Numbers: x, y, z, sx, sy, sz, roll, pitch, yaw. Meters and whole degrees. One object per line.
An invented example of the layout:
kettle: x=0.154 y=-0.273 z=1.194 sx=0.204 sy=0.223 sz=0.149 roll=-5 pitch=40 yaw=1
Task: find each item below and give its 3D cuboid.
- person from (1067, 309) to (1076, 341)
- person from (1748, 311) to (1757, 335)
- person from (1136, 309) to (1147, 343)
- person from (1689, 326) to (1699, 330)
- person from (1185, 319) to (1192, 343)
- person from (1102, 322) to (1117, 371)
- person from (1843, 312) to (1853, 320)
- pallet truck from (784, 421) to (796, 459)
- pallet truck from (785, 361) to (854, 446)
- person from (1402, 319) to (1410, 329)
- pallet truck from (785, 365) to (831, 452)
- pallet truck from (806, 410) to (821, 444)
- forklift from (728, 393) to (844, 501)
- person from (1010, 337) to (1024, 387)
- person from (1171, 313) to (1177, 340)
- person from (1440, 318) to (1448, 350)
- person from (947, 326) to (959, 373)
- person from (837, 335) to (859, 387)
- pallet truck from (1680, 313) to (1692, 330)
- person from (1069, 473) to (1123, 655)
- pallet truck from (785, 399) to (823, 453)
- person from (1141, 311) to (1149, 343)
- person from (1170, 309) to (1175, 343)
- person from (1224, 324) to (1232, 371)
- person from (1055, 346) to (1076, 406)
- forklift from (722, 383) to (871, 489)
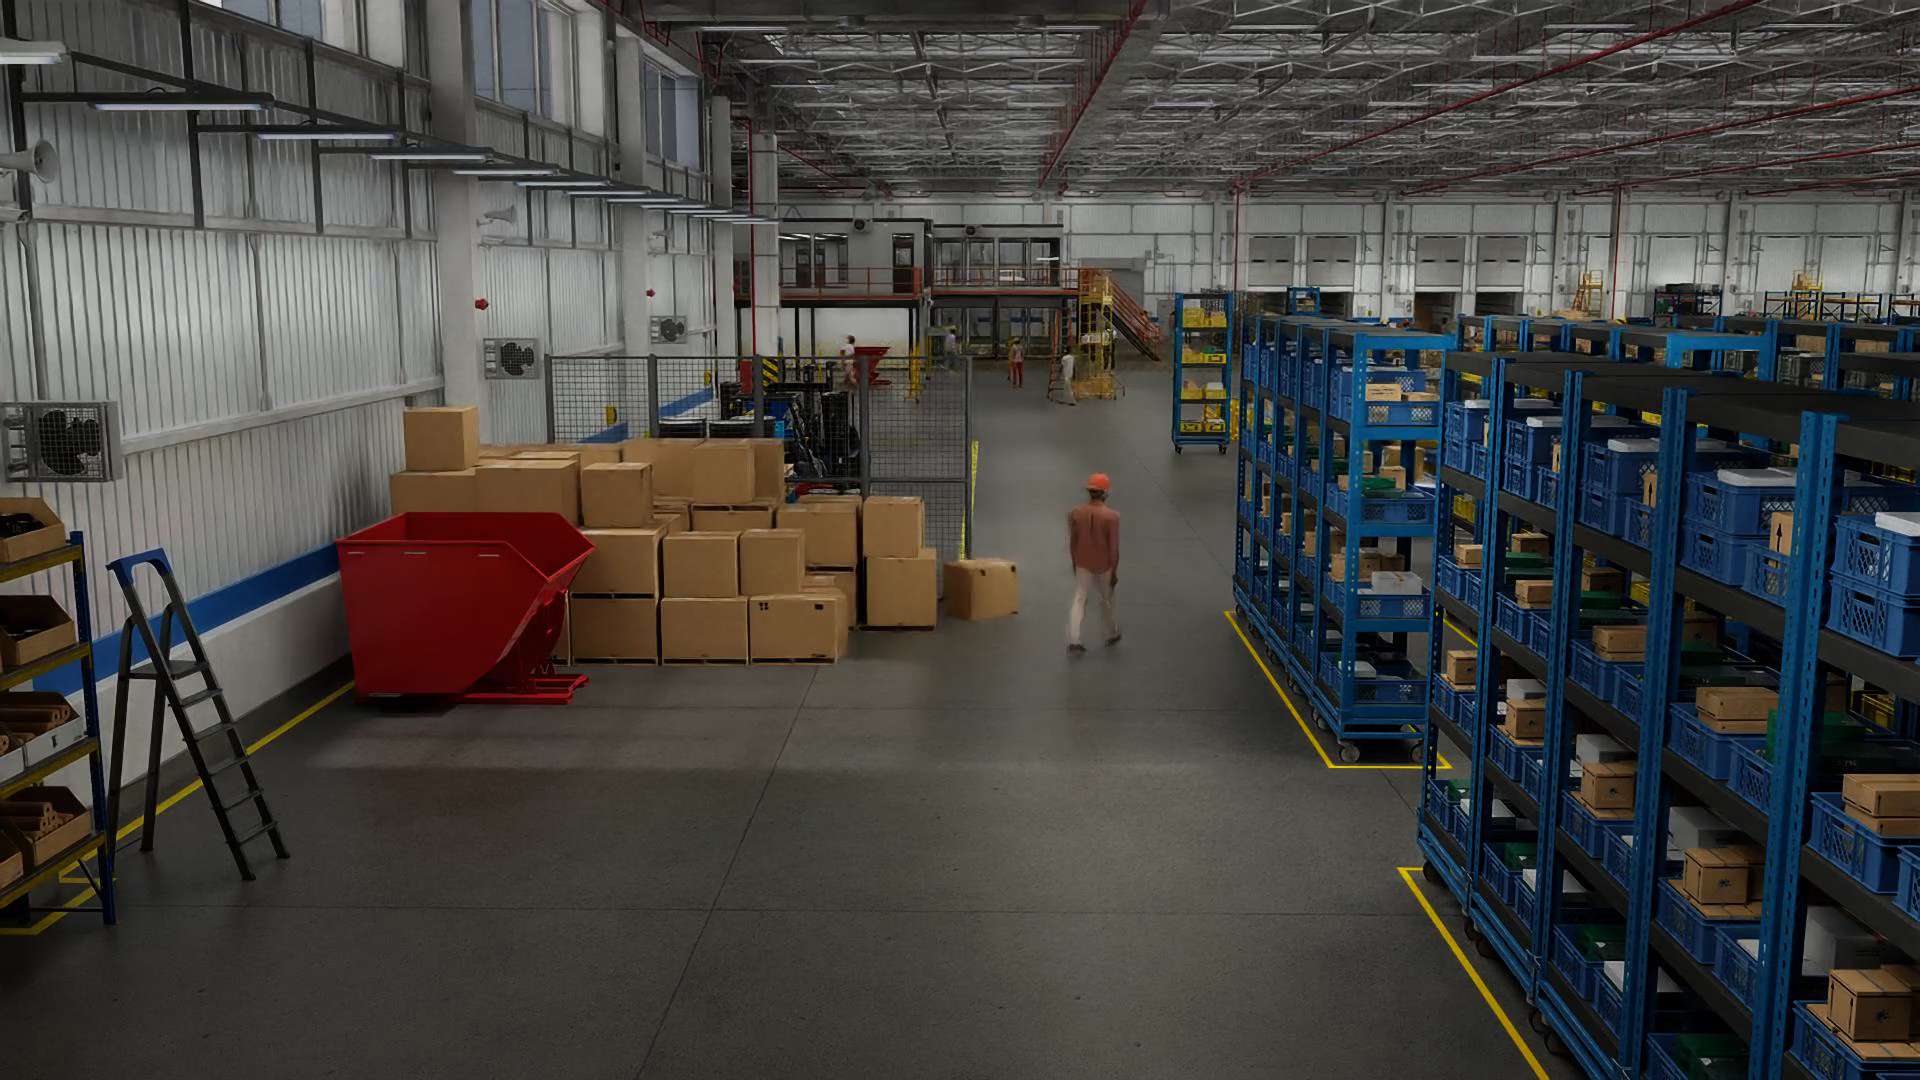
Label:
person: x=6.299 y=-12.225 z=94.983 sx=1.008 sy=1.894 sz=0.644 roll=4 pitch=10 yaw=23
person: x=41.636 y=-11.040 z=87.398 sx=0.613 sy=1.991 sz=0.392 roll=-6 pitch=11 yaw=-33
person: x=9.892 y=-11.579 z=90.713 sx=0.625 sy=1.992 sz=0.386 roll=1 pitch=9 yaw=5
person: x=37.341 y=-10.513 z=84.687 sx=0.623 sy=1.826 sz=0.580 roll=-5 pitch=10 yaw=-27
person: x=12.932 y=-12.176 z=94.634 sx=0.556 sy=1.922 sz=0.439 roll=0 pitch=9 yaw=0
person: x=6.044 y=-7.929 z=68.054 sx=0.675 sy=2.000 sz=0.537 roll=-5 pitch=10 yaw=-27
person: x=47.783 y=-11.341 z=89.628 sx=0.432 sy=1.866 sz=0.601 roll=-6 pitch=11 yaw=-32
pallet truck: x=-4.013 y=-1.793 z=32.705 sx=1.601 sy=1.201 sz=0.680 roll=0 pitch=9 yaw=1
pallet truck: x=-3.410 y=-3.193 z=38.978 sx=1.885 sy=1.965 sz=0.823 roll=0 pitch=9 yaw=-1
person: x=19.231 y=-8.533 z=71.787 sx=0.395 sy=2.040 sz=0.609 roll=0 pitch=9 yaw=2
pallet truck: x=-3.774 y=-2.976 z=37.635 sx=1.885 sy=1.965 sz=0.823 roll=1 pitch=9 yaw=5
pallet truck: x=-3.559 y=-2.018 z=33.905 sx=1.522 sy=1.261 sz=0.704 roll=0 pitch=9 yaw=-1
forklift: x=-2.979 y=-1.316 z=26.476 sx=2.680 sy=1.987 sz=1.157 roll=0 pitch=9 yaw=1
person: x=1.998 y=-6.262 z=58.648 sx=0.524 sy=1.761 sz=0.333 roll=-6 pitch=11 yaw=-31
person: x=12.494 y=-12.466 z=96.931 sx=0.367 sy=1.750 sz=0.542 roll=-6 pitch=11 yaw=-32
person: x=23.416 y=-9.811 z=80.266 sx=0.734 sy=1.852 sz=0.517 roll=-3 pitch=10 yaw=-18
person: x=-0.273 y=-7.631 z=66.667 sx=0.567 sy=1.901 sz=0.616 roll=-2 pitch=9 yaw=-12
person: x=-3.942 y=-6.312 z=58.717 sx=0.930 sy=1.850 sz=0.575 roll=2 pitch=9 yaw=11
pallet truck: x=36.315 y=-10.531 z=84.244 sx=0.823 sy=1.965 sz=1.885 roll=-6 pitch=11 yaw=-33
person: x=1.446 y=0.251 z=17.914 sx=0.635 sy=1.944 sz=1.019 roll=5 pitch=11 yaw=30
pallet truck: x=-3.814 y=-2.432 z=36.419 sx=1.630 sy=1.274 sz=0.653 roll=0 pitch=9 yaw=1
person: x=10.467 y=-12.061 z=94.163 sx=0.429 sy=1.844 sz=0.627 roll=-3 pitch=10 yaw=-16
person: x=12.144 y=-12.170 z=94.562 sx=0.359 sy=1.930 sz=0.588 roll=0 pitch=9 yaw=0
person: x=11.018 y=-7.925 z=68.339 sx=0.351 sy=1.942 sz=0.545 roll=-1 pitch=9 yaw=-6
person: x=3.190 y=-4.984 z=50.584 sx=0.971 sy=1.821 sz=0.520 roll=8 pitch=12 yaw=41
forklift: x=-2.893 y=-1.687 z=28.729 sx=2.680 sy=1.987 sz=1.157 roll=0 pitch=9 yaw=-1
